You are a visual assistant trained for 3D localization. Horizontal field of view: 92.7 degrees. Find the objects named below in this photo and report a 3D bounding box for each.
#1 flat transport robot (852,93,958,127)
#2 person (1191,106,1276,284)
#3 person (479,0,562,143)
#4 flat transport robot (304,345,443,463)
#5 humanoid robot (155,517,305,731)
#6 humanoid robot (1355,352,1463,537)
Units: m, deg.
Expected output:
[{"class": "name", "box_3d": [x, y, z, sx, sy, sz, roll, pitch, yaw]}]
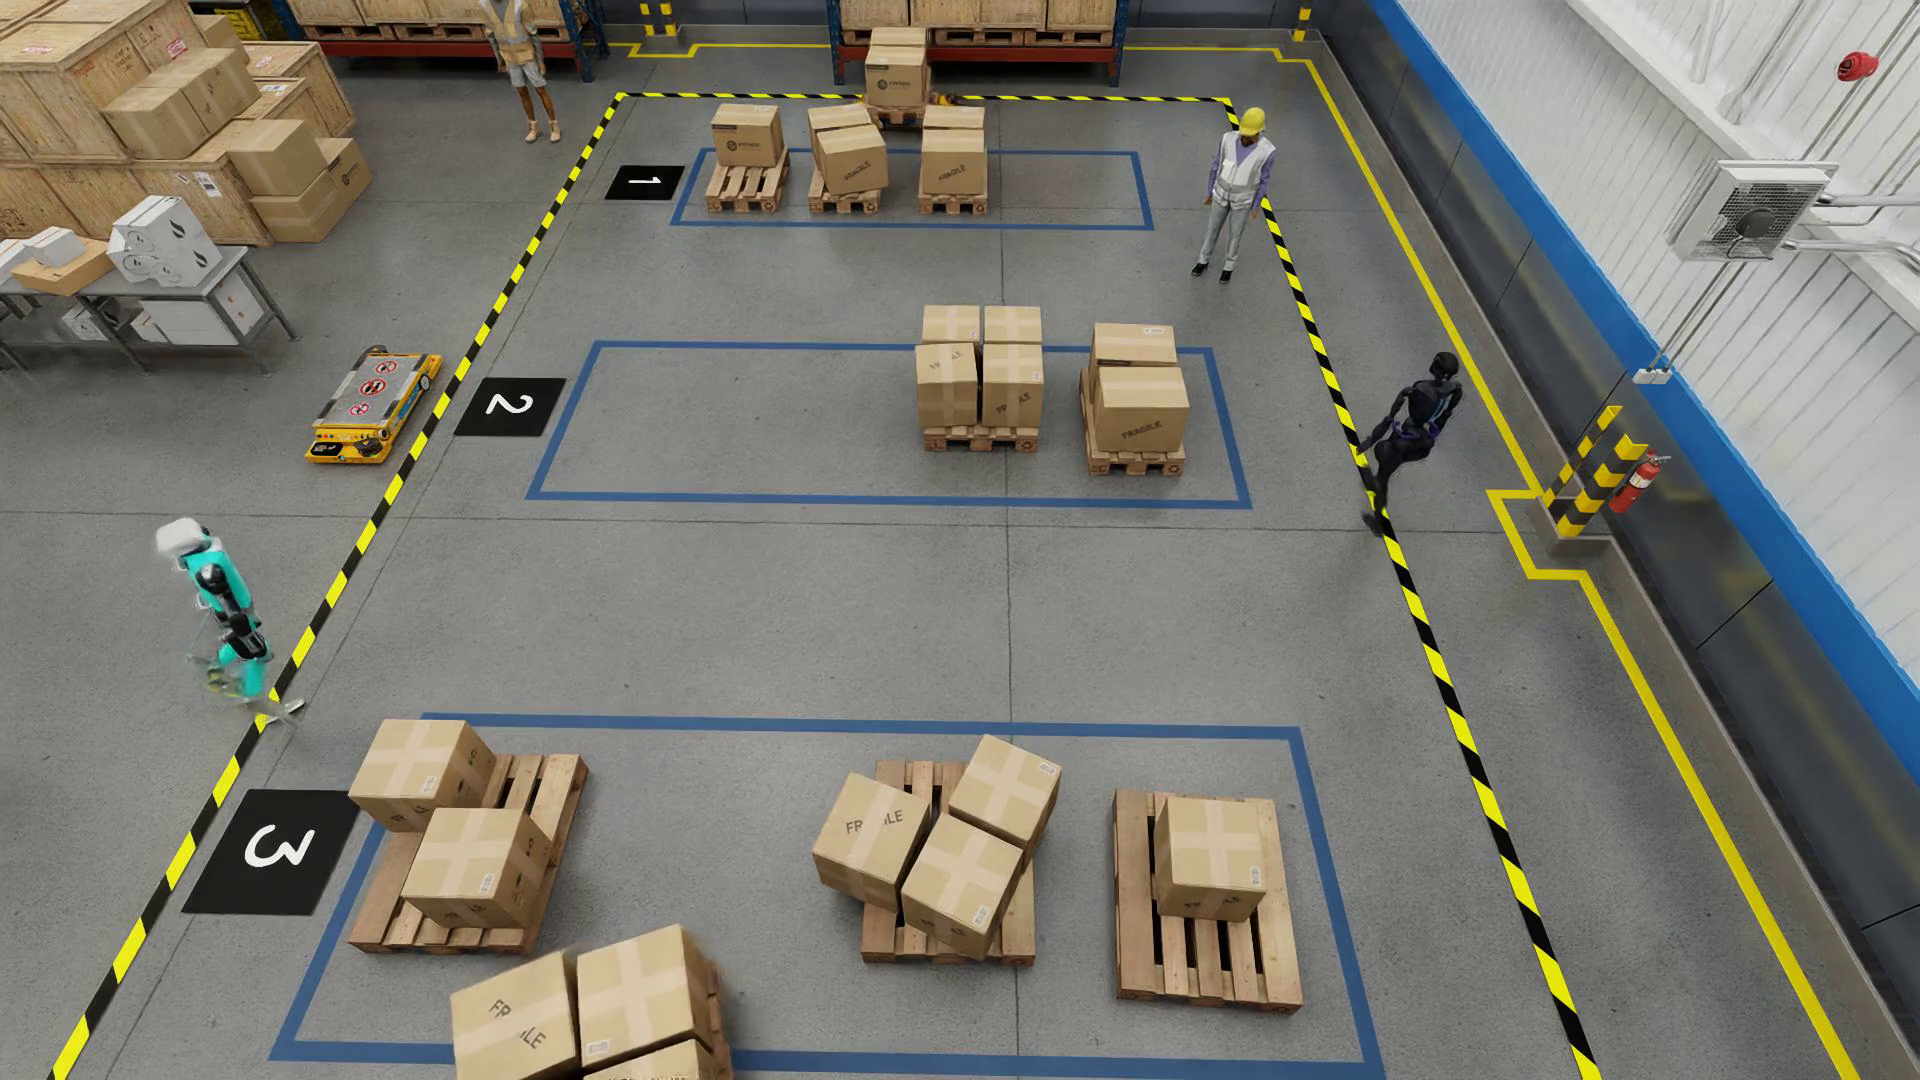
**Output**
[{"class": "flat transport robot", "box_3d": [-0.747, -5.715, 12.184, 1.431, 0.197, 0.652, 1, 50, 1]}, {"class": "person", "box_3d": [2.768, -3.474, 9.283, 0.586, 1.830, 0.403, 24, 54, 19]}, {"class": "person", "box_3d": [-5.384, -5.893, 11.193, 0.604, 2.044, 0.377, 1, 50, 1]}, {"class": "flat transport robot", "box_3d": [-5.383, -1.269, 8.441, 0.659, 0.231, 1.431, 1, 50, 1]}, {"class": "humanoid robot", "box_3d": [-4.736, 0.683, 5.890, 0.797, 1.865, 0.548, -32, 57, -24]}, {"class": "humanoid robot", "box_3d": [3.424, -0.820, 7.153, 0.601, 1.635, 0.722, -7, 50, -6]}]
